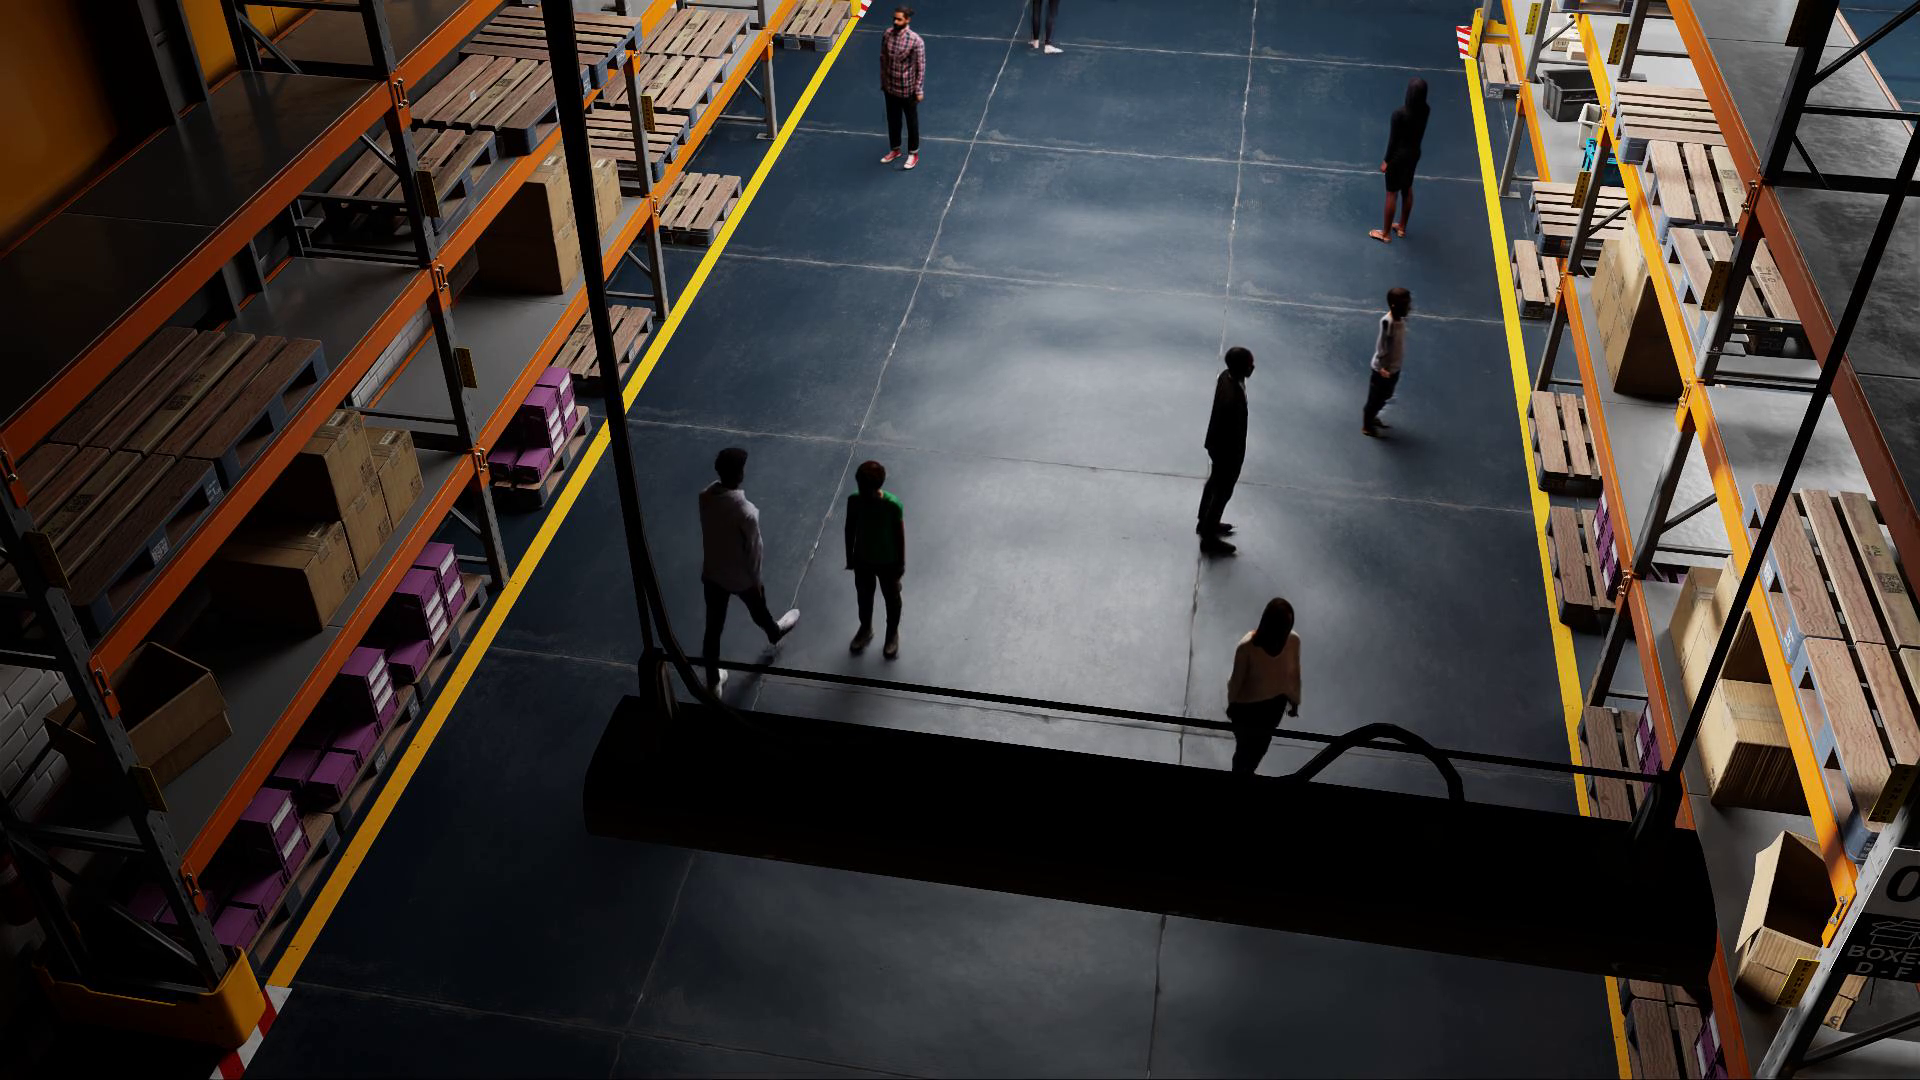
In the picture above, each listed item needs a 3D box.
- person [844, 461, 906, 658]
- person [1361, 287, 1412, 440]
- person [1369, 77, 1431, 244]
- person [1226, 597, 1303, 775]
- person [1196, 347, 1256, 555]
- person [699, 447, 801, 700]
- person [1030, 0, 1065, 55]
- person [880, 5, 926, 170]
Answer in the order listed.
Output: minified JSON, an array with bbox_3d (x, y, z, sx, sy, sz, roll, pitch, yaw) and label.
[{"bbox_3d":[-0.586,0.106,11.746,0.602,1.651,0.534,9,39,11],"label":"person"},{"bbox_3d":[3.589,-1.535,13.958,0.695,1.454,0.556,21,43,24],"label":"person"},{"bbox_3d":[4.417,-3.803,16.585,0.682,1.720,0.726,-21,43,-24],"label":"person"},{"bbox_3d":[1.889,0.978,10.640,0.736,1.669,0.751,-10,40,-12],"label":"person"},{"bbox_3d":[2.015,-0.694,12.630,0.746,1.799,0.531,0,39,0],"label":"person"},{"bbox_3d":[-1.614,0.296,11.339,0.954,1.862,1.276,16,41,19],"label":"person"},{"bbox_3d":[1.009,-6.878,20.427,0.782,1.730,0.715,11,40,13],"label":"person"},{"bbox_3d":[-0.623,-4.903,17.930,0.769,1.760,0.730,21,43,24],"label":"person"}]
